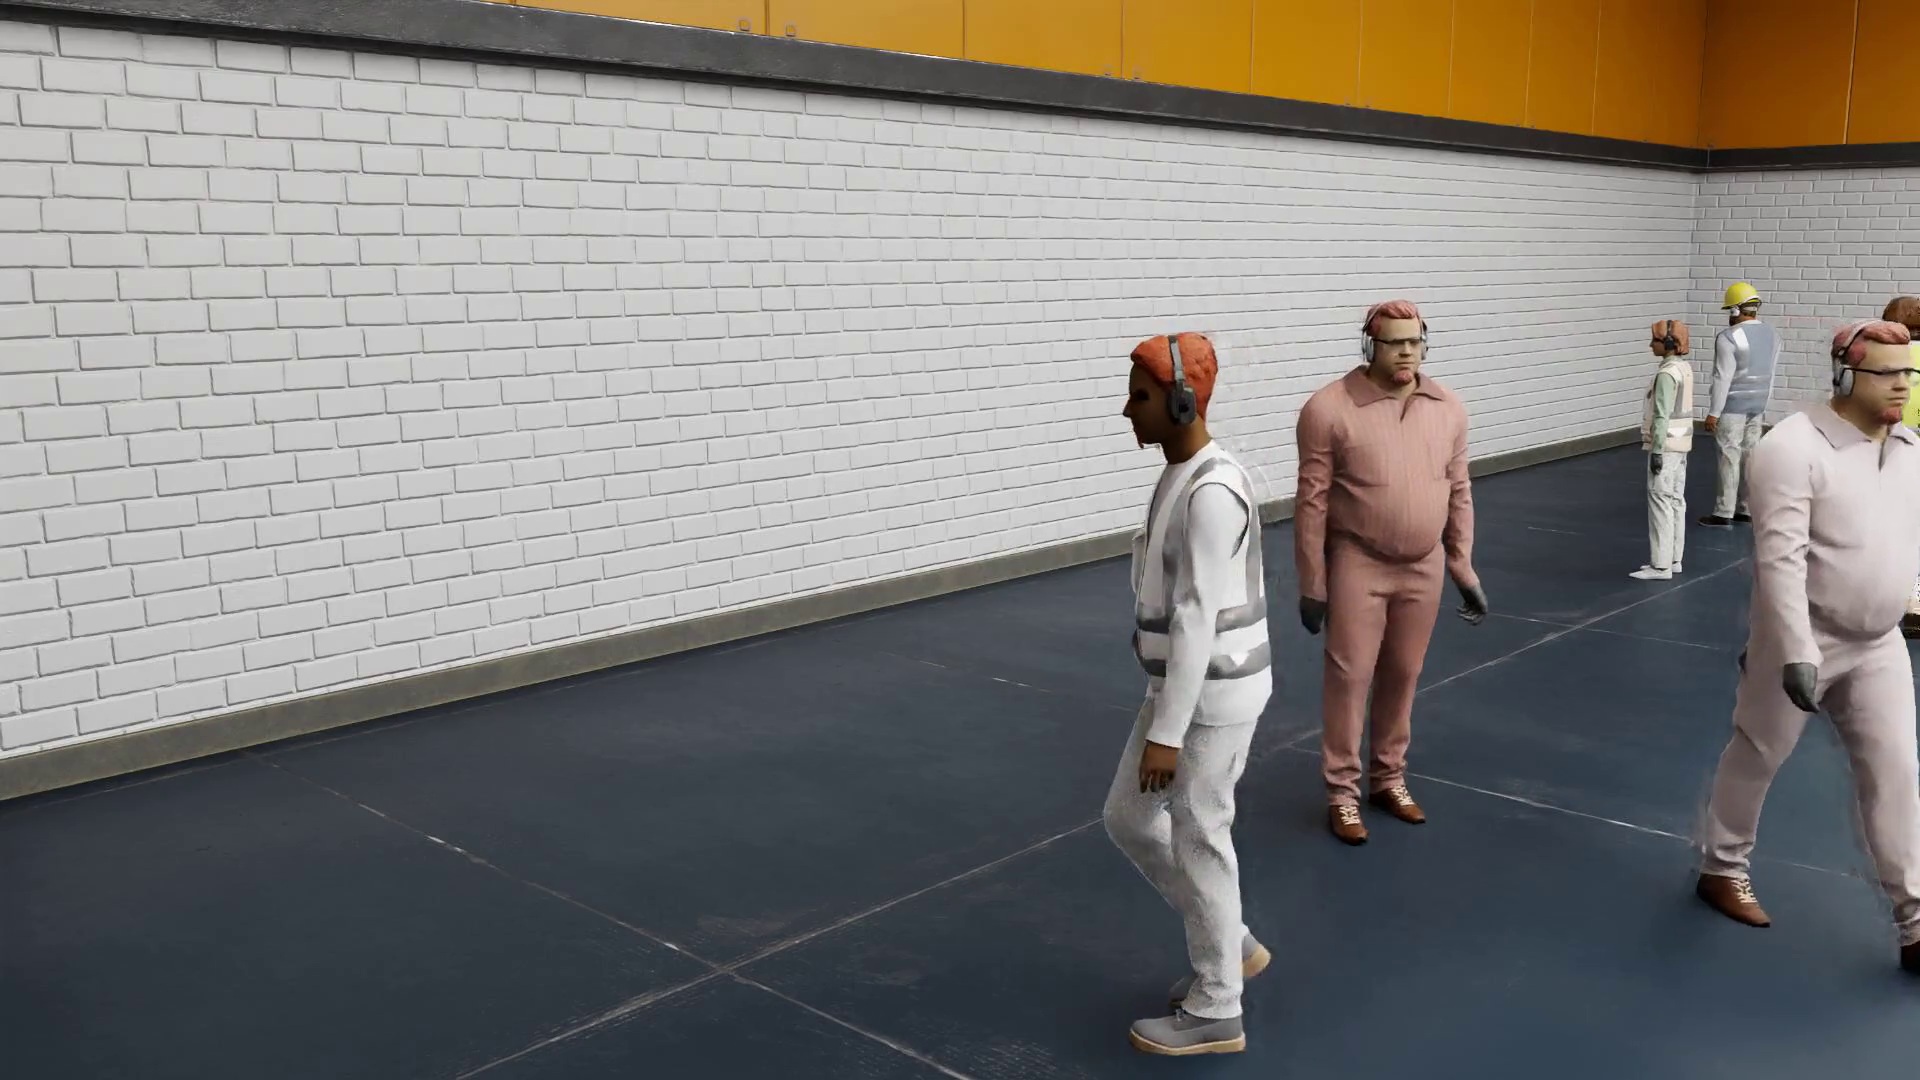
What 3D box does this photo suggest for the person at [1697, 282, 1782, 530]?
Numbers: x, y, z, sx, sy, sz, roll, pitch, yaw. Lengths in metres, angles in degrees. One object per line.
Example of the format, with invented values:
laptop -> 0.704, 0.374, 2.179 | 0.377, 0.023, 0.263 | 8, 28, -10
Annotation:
person -> 5.751, -0.986, 12.316 | 0.589, 1.822, 0.403 | -5, 11, -25

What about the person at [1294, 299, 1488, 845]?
person -> 1.524, 0.100, 5.918 | 0.662, 1.904, 0.422 | -2, 10, -14

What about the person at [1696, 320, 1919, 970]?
person -> 2.588, 0.311, 4.825 | 0.661, 1.863, 0.981 | -3, 10, -16

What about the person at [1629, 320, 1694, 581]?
person -> 4.424, -0.559, 10.432 | 0.311, 1.634, 0.517 | 7, 12, 36

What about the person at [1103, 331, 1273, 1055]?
person -> 0.572, 0.406, 4.251 | 0.425, 1.868, 0.597 | -1, 10, -6

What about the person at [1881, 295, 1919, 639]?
person -> 4.875, -0.356, 8.706 | 0.626, 1.831, 0.448 | 3, 11, 19
